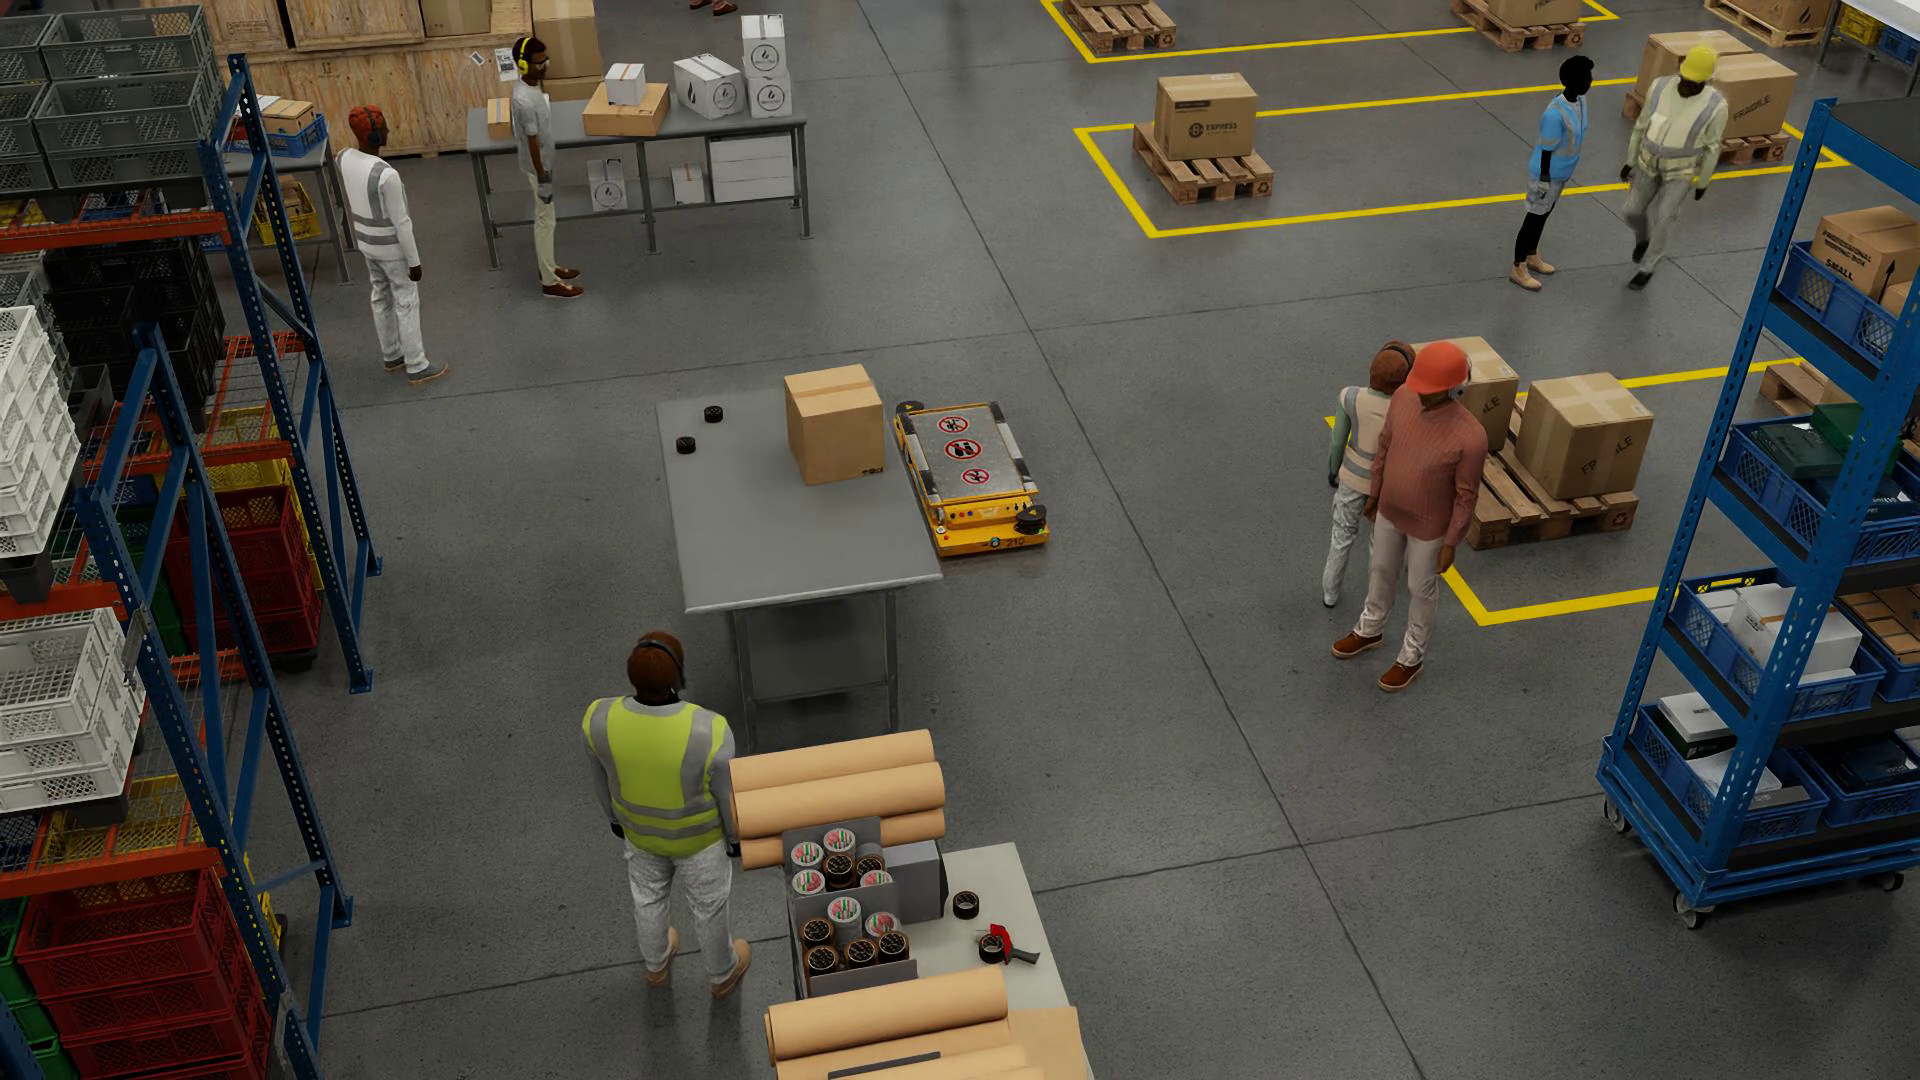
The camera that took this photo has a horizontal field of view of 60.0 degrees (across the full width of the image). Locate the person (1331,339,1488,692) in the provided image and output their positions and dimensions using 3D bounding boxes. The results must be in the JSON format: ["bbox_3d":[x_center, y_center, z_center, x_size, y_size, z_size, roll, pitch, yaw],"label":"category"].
[{"bbox_3d":[2.250,-0.125,8.269,0.388,1.991,0.609,-22,42,-27],"label":"person"}]

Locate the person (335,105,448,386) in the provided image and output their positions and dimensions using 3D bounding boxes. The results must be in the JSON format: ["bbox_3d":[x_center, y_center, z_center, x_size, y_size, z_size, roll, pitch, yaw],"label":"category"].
[{"bbox_3d":[-3.697,-1.891,10.741,0.581,1.879,0.345,24,43,29],"label":"person"}]

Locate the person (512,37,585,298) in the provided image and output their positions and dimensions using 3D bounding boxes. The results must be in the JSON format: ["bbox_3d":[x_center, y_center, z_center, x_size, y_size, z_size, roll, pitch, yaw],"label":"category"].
[{"bbox_3d":[-2.939,-2.624,11.733,0.325,1.864,0.516,-8,37,-10],"label":"person"}]

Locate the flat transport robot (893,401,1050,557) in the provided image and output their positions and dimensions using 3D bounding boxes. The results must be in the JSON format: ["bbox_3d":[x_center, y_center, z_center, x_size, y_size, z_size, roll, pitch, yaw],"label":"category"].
[{"bbox_3d":[0.046,-0.430,10.108,0.652,0.197,1.431,-8,37,-10],"label":"flat transport robot"}]

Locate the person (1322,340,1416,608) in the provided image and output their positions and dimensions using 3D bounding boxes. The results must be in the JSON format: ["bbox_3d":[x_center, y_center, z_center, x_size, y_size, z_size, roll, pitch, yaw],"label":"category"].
[{"bbox_3d":[2.185,-0.305,8.799,0.514,1.642,0.310,17,40,21],"label":"person"}]

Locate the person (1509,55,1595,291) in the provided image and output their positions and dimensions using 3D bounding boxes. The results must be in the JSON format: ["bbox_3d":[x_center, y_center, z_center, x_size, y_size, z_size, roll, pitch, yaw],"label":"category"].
[{"bbox_3d":[4.239,-2.633,11.883,0.318,1.697,0.536,23,43,28],"label":"person"}]

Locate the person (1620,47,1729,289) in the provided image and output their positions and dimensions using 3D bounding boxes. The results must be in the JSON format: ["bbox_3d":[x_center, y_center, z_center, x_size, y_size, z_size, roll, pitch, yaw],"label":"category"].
[{"bbox_3d":[5.051,-2.659,11.824,0.532,1.809,0.612,-31,46,-35],"label":"person"}]

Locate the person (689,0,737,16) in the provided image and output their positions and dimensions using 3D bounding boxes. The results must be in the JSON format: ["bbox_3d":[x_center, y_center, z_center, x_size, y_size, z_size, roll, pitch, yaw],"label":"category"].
[{"bbox_3d":[-2.503,-6.216,16.538,0.644,1.899,0.397,23,42,28],"label":"person"}]

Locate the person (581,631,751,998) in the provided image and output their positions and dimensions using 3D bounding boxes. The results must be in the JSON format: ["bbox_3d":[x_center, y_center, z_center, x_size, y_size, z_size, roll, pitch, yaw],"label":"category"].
[{"bbox_3d":[-1.145,1.130,6.717,0.629,1.837,0.430,7,37,9],"label":"person"}]
